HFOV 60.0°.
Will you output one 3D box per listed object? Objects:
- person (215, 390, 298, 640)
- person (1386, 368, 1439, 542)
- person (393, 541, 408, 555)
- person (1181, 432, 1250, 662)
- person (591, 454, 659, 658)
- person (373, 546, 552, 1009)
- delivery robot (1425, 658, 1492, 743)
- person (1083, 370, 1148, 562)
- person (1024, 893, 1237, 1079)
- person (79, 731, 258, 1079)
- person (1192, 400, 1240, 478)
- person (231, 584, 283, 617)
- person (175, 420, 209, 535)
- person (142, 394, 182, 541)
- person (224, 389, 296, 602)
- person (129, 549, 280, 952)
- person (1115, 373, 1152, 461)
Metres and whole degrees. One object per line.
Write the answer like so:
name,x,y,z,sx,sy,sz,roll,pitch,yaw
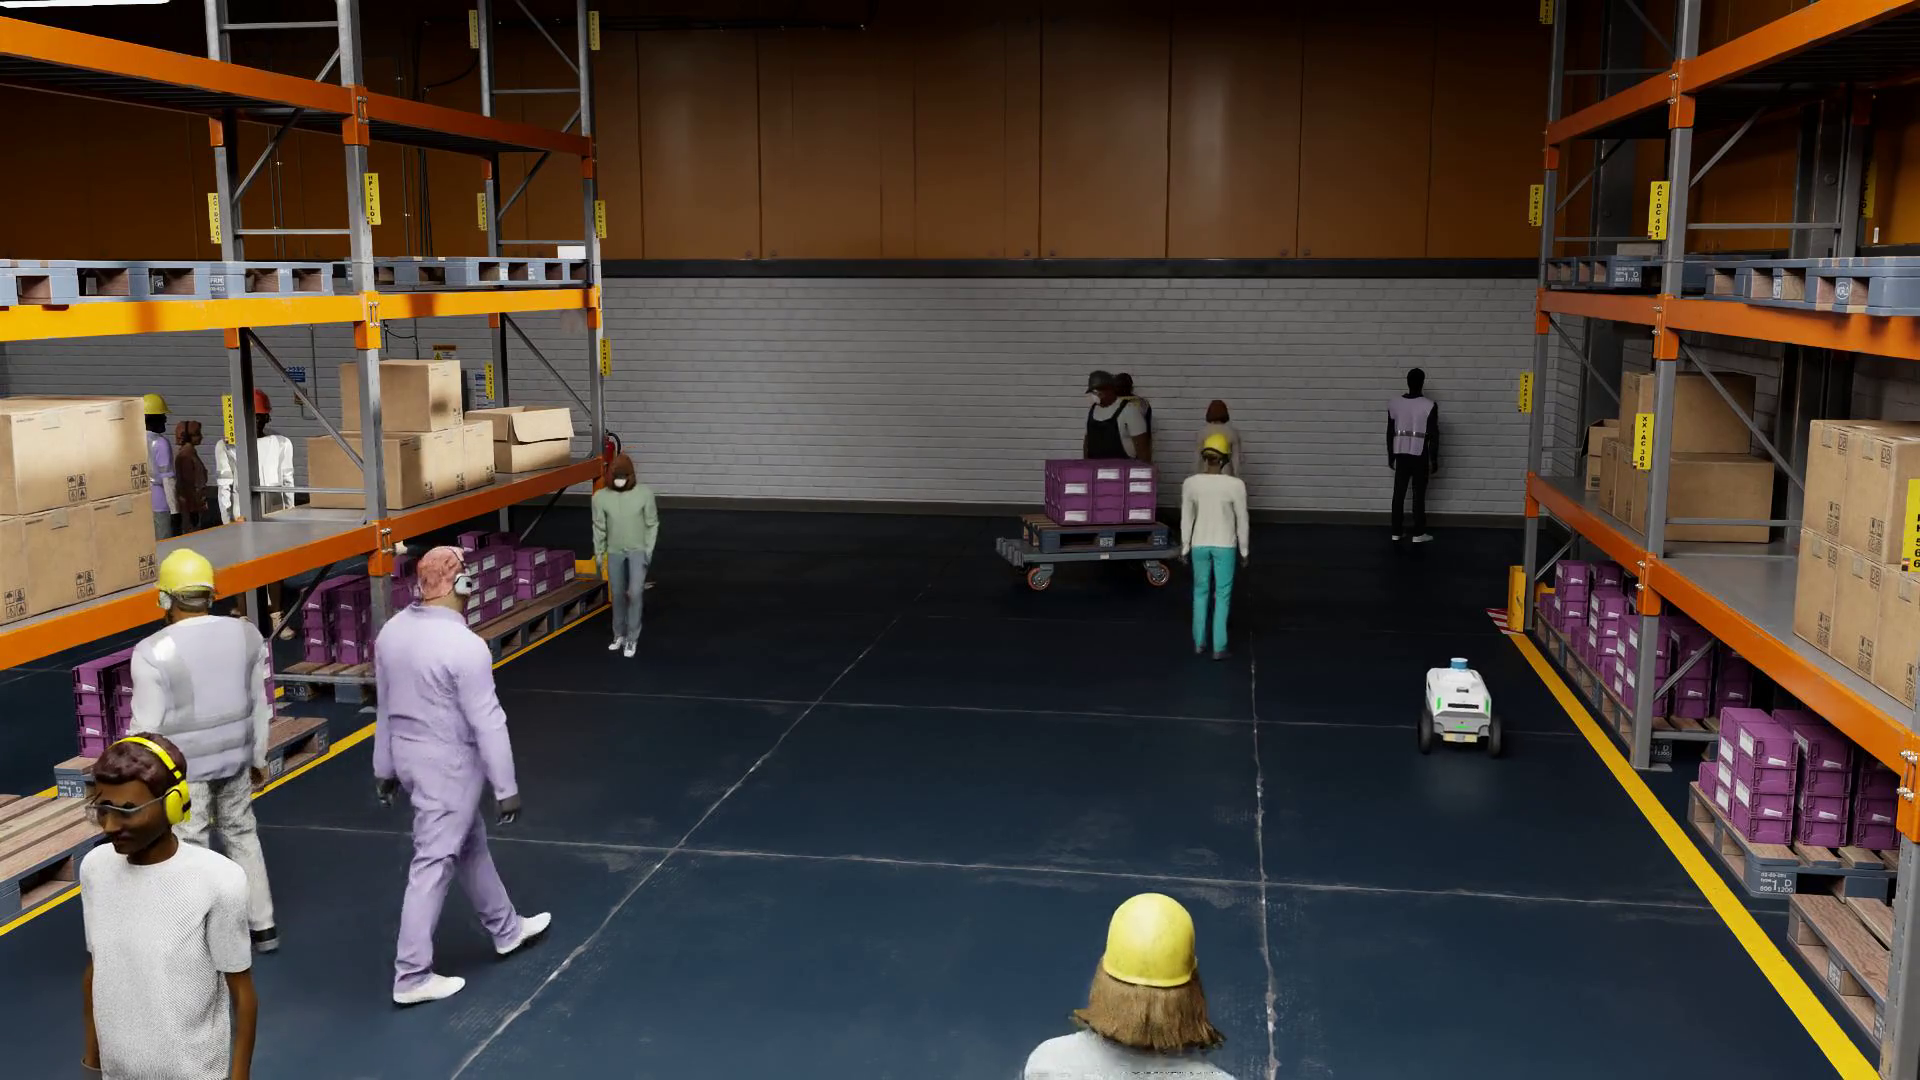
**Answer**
person,-5.625,-0.183,13.371,0.608,2.044,0.372,-9,13,-43
person,4.999,-0.935,18.382,0.596,1.921,0.381,8,12,40
person,-6.093,-0.681,17.494,0.540,1.698,0.317,-1,9,-7
person,1.967,0.047,12.844,0.533,1.768,0.352,6,11,31
person,-2.588,0.119,12.901,0.516,1.579,0.745,0,9,-2
person,-2.028,0.948,6.938,0.680,1.855,0.946,8,12,41
delivery robot,3.130,0.984,10.458,0.477,0.478,0.707,2,9,11
person,1.536,-0.766,16.973,0.567,2.000,0.707,-9,13,-43
person,0.348,1.588,3.428,0.487,1.722,0.694,2,9,12
person,-2.015,1.394,4.201,0.508,1.865,0.328,2,9,13
person,2.741,-0.695,17.805,0.528,1.621,0.338,-1,9,-4
person,-6.103,-0.264,14.356,0.584,1.882,0.337,7,12,38
person,-6.989,-0.270,15.147,0.309,1.638,0.522,-4,10,-24
person,-7.003,-0.310,14.509,0.586,1.928,0.369,5,11,30
person,-6.296,-0.389,14.971,0.551,1.932,0.378,1,9,5
person,-3.243,0.951,7.100,0.410,1.820,0.616,6,11,31
person,1.861,-0.981,18.927,0.623,1.839,0.429,-1,9,-6
